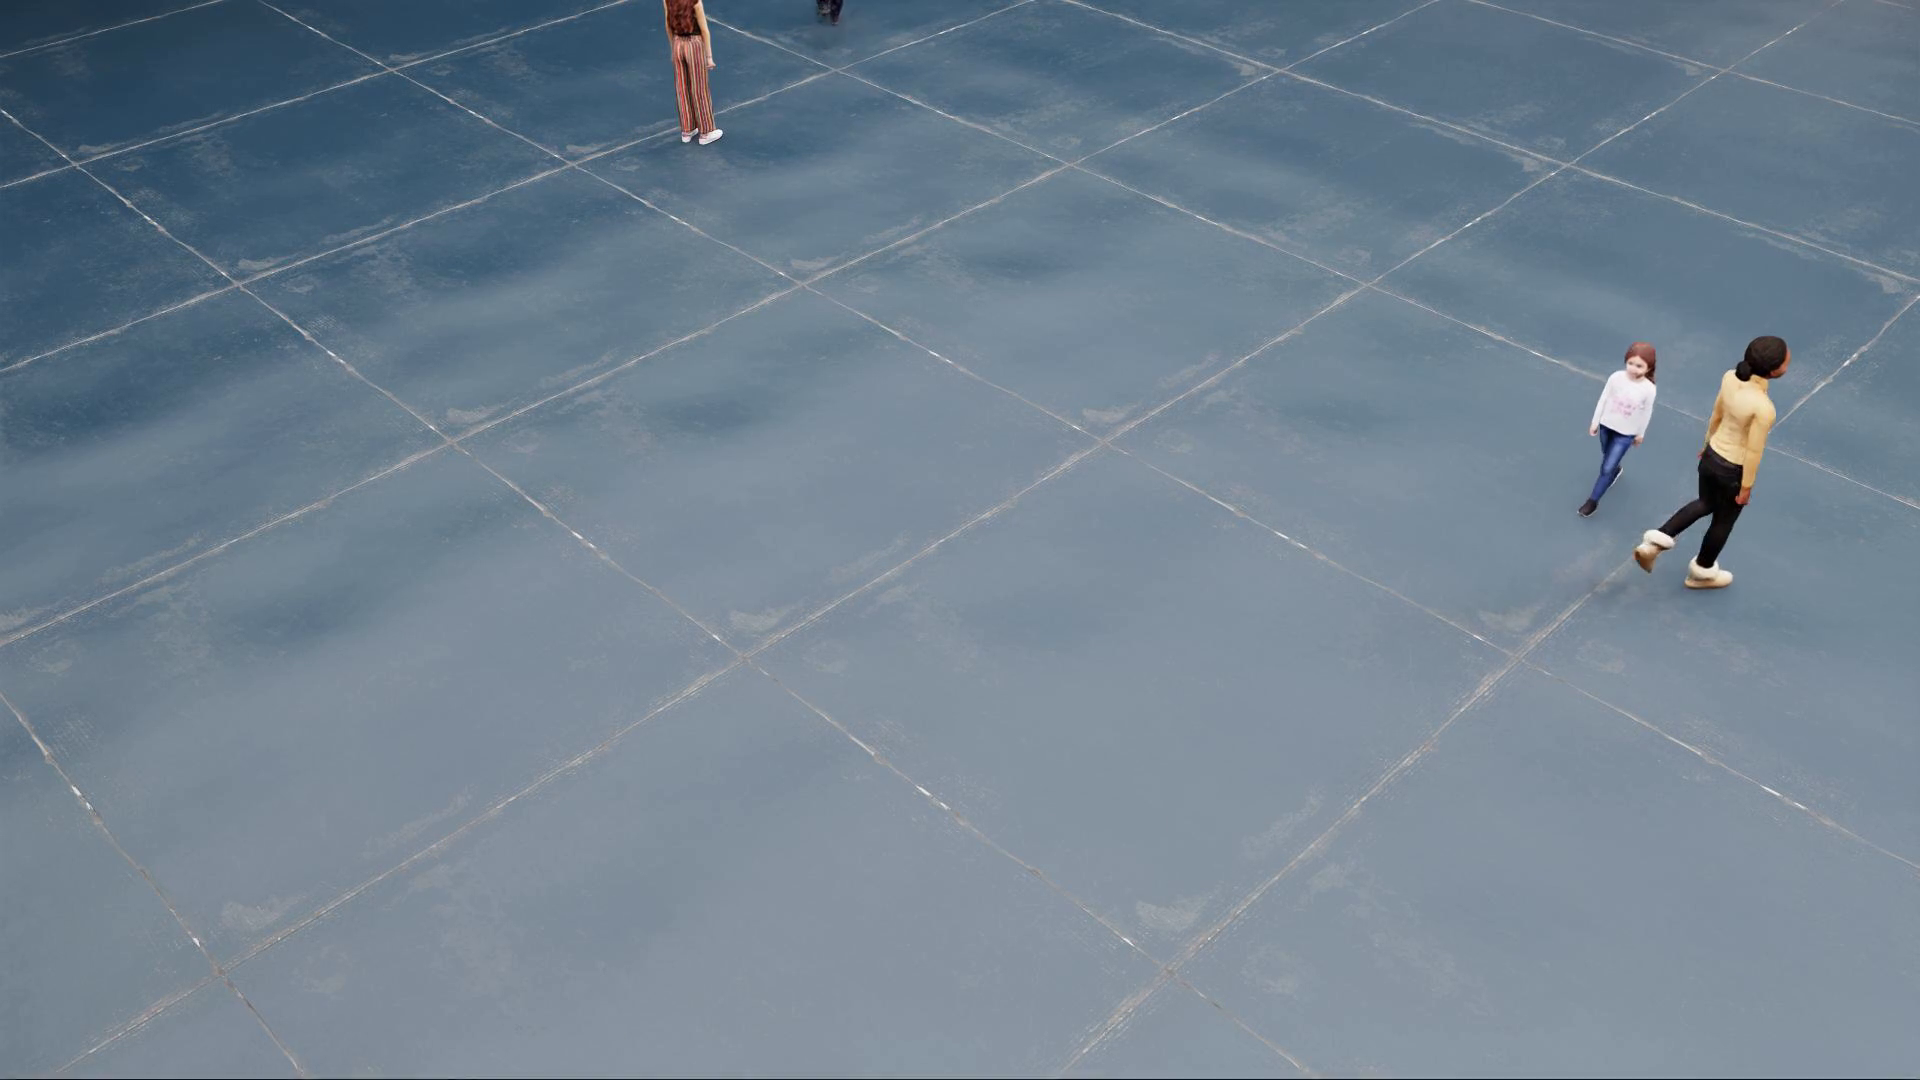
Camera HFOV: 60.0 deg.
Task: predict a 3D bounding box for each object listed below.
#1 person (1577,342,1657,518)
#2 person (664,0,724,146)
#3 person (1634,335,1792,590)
[{"bbox_3d":[3.985,-0.712,10.005,0.438,1.087,0.793,30,47,33],"label":"person"},{"bbox_3d":[-2.299,-4.148,14.131,0.620,1.562,0.627,15,40,18],"label":"person"},{"bbox_3d":[4.139,-0.396,9.127,0.967,1.647,0.849,-8,38,-10],"label":"person"}]
